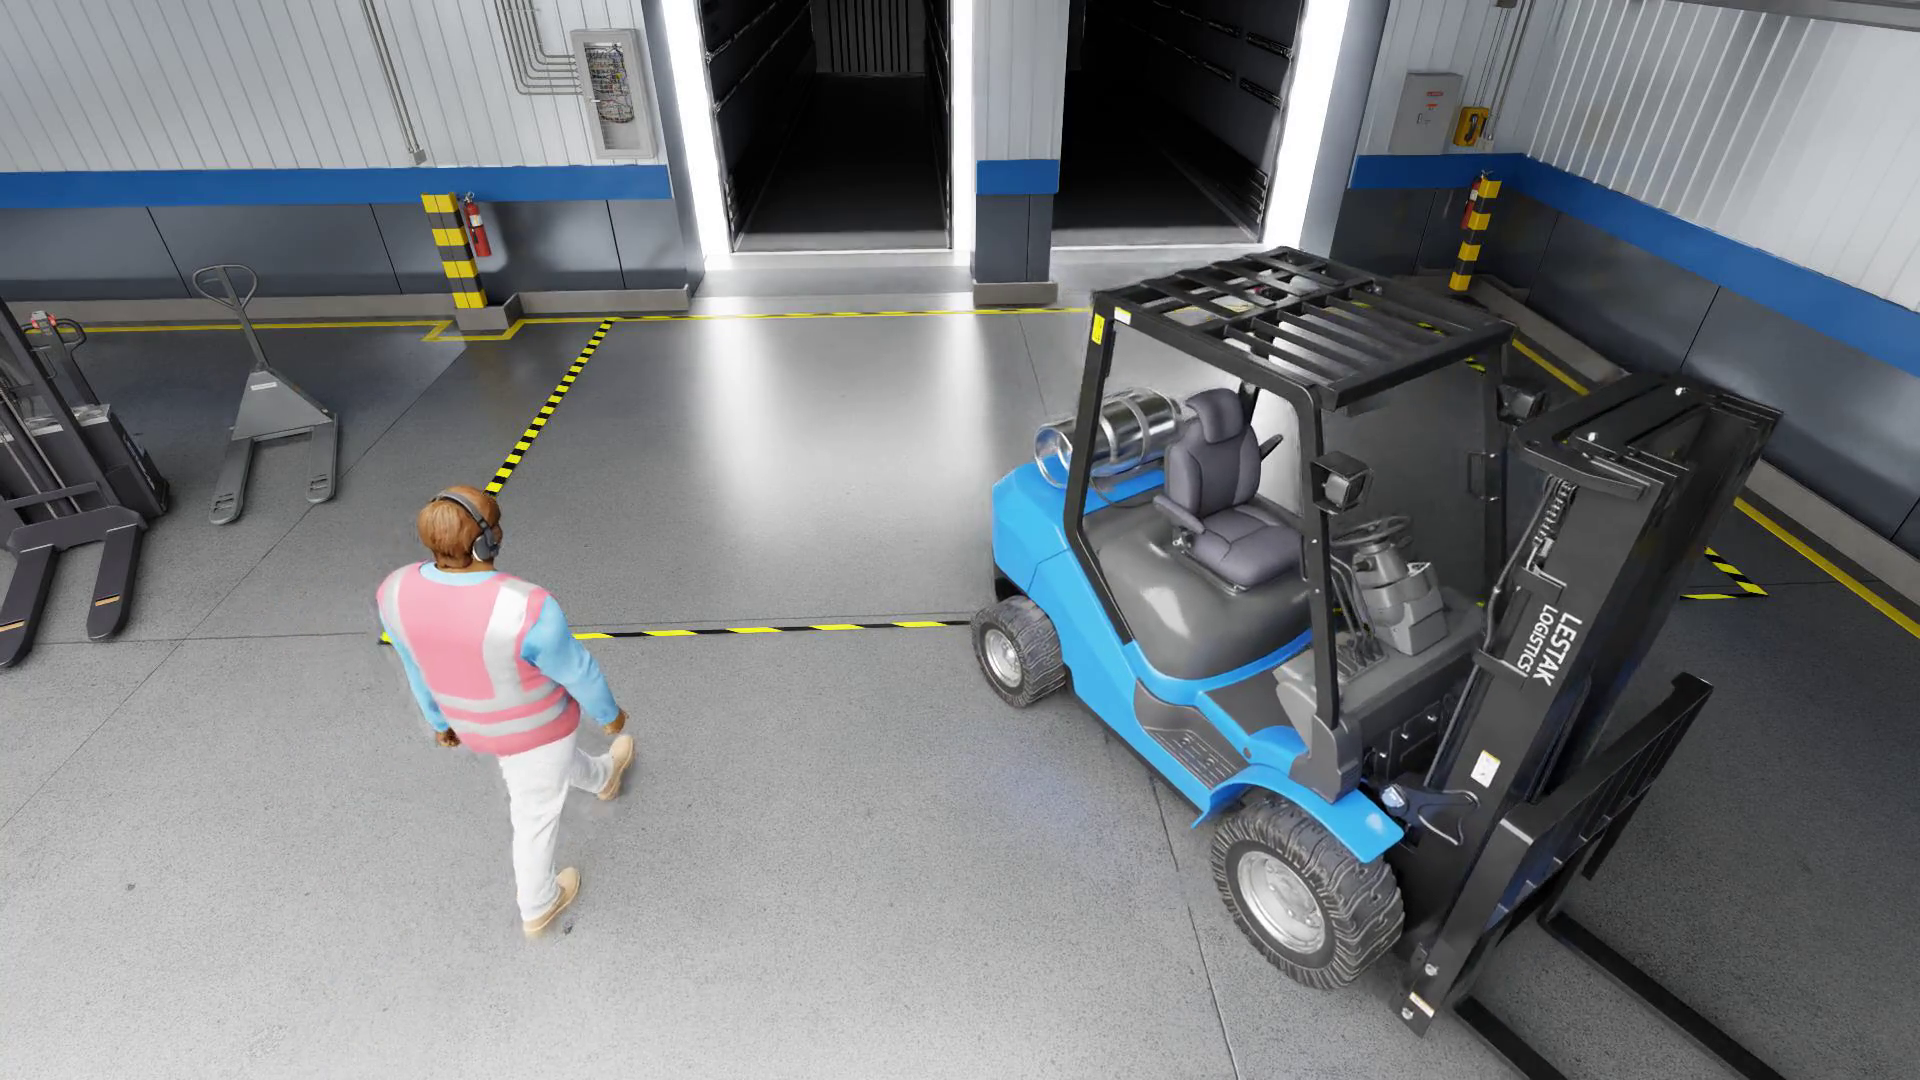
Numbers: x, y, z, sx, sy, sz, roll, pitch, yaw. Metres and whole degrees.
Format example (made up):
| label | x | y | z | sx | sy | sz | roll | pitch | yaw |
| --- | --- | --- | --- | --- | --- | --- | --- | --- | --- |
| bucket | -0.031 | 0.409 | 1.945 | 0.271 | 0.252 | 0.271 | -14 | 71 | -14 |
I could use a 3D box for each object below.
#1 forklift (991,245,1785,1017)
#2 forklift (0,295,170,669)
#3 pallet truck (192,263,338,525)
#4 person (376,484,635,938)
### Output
| label | x | y | z | sx | sy | sz | roll | pitch | yaw |
| --- | --- | --- | --- | --- | --- | --- | --- | --- | --- |
| forklift | 1.233 | 0.031 | 3.634 | 1.157 | 2.036 | 2.680 | -21 | 40 | -27 |
| forklift | -5.212 | -0.618 | 4.878 | 0.823 | 1.965 | 1.885 | -20 | 39 | -26 |
| pallet truck | -4.778 | -1.027 | 6.128 | 0.680 | 1.201 | 1.601 | -17 | 38 | -23 |
| person | -1.532 | 0.550 | 3.367 | 0.649 | 1.799 | 0.912 | 9 | 36 | 13 |
